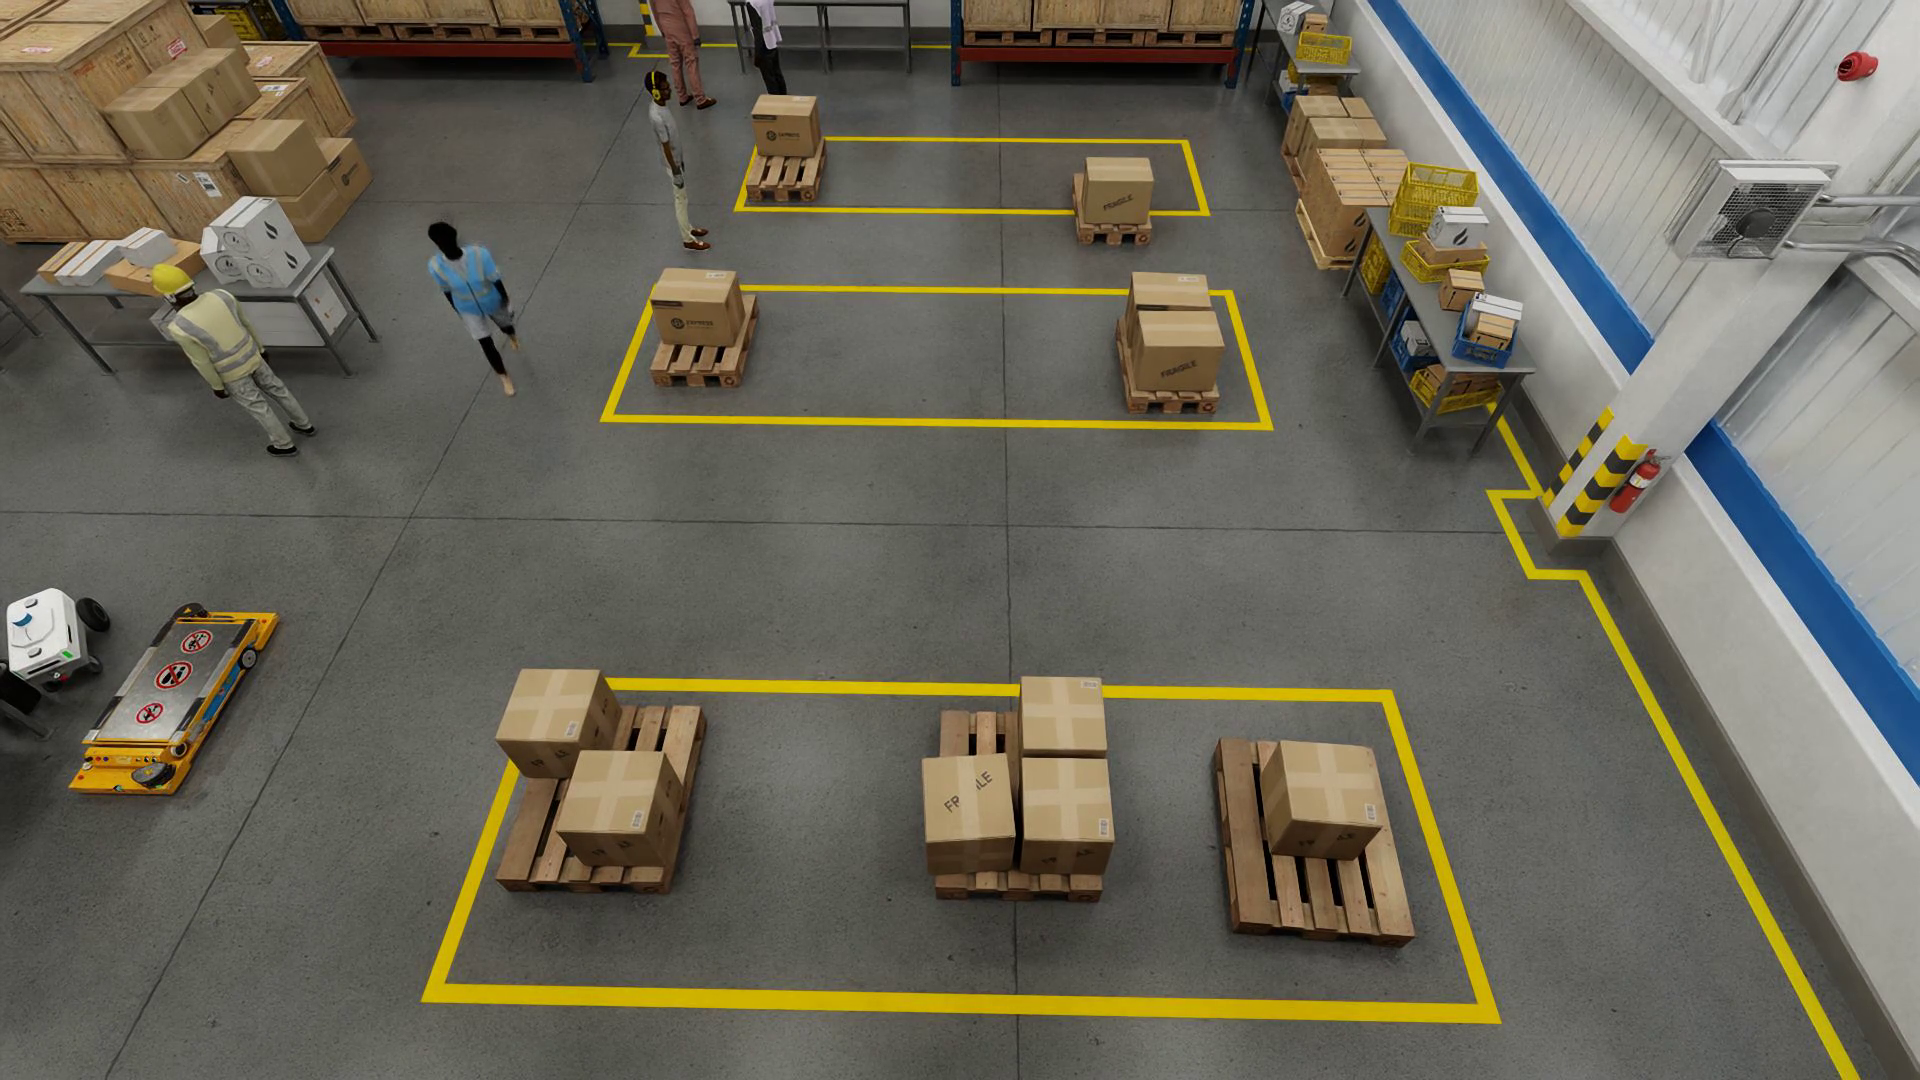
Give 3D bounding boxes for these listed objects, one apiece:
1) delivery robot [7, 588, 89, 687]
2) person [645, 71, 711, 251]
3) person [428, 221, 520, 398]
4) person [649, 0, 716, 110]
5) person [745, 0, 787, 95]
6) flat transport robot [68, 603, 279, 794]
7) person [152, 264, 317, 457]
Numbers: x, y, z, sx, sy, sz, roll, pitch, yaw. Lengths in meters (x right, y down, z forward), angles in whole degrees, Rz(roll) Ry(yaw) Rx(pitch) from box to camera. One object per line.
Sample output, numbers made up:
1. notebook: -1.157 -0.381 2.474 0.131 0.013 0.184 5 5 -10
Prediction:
1. delivery robot: -6.522 0.684 6.526 0.477 0.478 0.707 -29 55 -22
2. person: -2.995 -3.982 9.678 0.328 1.872 0.515 -11 51 -9
3. person: -4.345 -2.176 8.280 0.531 1.670 0.757 -20 53 -16
4. person: -3.632 -6.608 11.874 0.641 1.913 0.407 21 53 17
5. person: -2.442 -6.255 11.571 0.371 1.916 0.597 10 51 9
6. flat transport robot: -5.504 1.072 6.442 0.652 0.197 1.431 1 50 1
7. person: -5.991 -1.460 7.568 0.403 1.833 0.591 9 50 8
